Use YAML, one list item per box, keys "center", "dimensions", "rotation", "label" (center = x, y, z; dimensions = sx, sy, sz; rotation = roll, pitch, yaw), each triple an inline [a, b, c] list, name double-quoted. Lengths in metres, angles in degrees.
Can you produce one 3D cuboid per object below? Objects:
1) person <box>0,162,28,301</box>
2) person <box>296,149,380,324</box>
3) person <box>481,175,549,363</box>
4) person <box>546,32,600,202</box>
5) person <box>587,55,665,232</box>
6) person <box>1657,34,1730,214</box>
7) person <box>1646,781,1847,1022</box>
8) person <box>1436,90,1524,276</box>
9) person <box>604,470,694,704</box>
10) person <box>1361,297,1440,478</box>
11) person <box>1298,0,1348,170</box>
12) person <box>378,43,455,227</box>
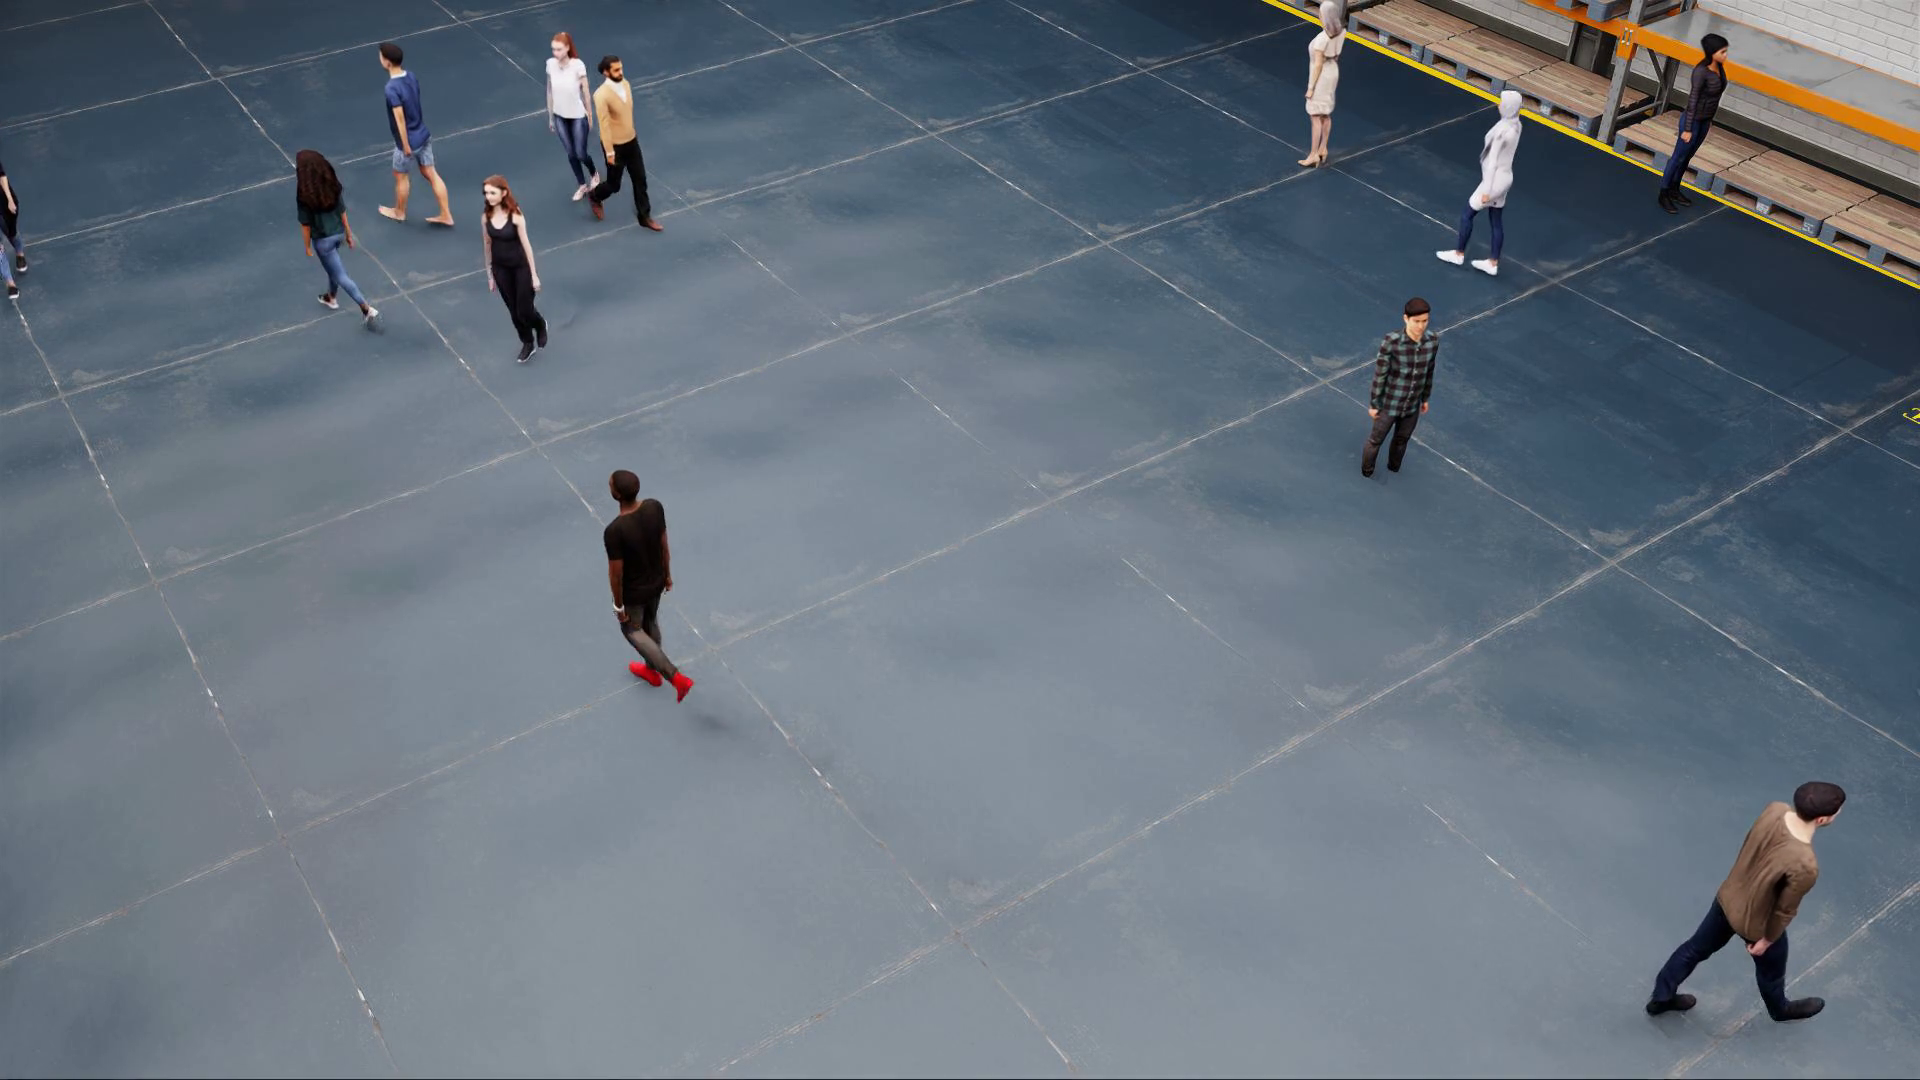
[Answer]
- center: [-8.824, -3.096, 15.163]
  dimensions: [0.780, 1.636, 1.155]
  rotation: [-14, 41, -17]
  label: "person"
- center: [-5.508, -2.622, 14.612]
  dimensions: [1.162, 1.582, 0.829]
  rotation: [24, 44, 27]
  label: "person"
- center: [-3.753, -2.340, 14.136]
  dimensions: [0.806, 1.736, 0.864]
  rotation: [7, 39, 9]
  label: "person"
- center: [-3.811, -4.222, 16.501]
  dimensions: [0.707, 1.725, 0.769]
  rotation: [10, 40, 13]
  label: "person"
- center: [-3.326, -3.805, 15.972]
  dimensions: [1.155, 1.734, 0.920]
  rotation: [20, 43, 23]
  label: "person"
- center: [7.205, -4.096, 16.324]
  dimensions: [0.626, 1.748, 0.576]
  rotation: [-27, 46, -30]
  label: "person"
- center: [4.061, 1.937, 8.700]
  dimensions: [1.074, 1.837, 1.176]
  rotation: [-5, 39, -6]
  label: "person"
- center: [4.968, -3.225, 15.226]
  dimensions: [0.870, 1.759, 0.731]
  rotation: [30, 47, 32]
  label: "person"
- center: [-1.994, 0.332, 10.748]
  dimensions: [1.017, 1.788, 0.802]
  rotation: [27, 46, 29]
  label: "person"
- center: [3.381, -1.105, 12.810]
  dimensions: [0.745, 1.715, 0.665]
  rotation: [-8, 39, -10]
  label: "person"
- center: [3.725, -4.659, 17.041]
  dimensions: [0.608, 1.735, 0.636]
  rotation: [31, 48, 33]
  label: "person"
- center: [-5.186, -3.841, 15.951]
  dimensions: [1.105, 1.817, 0.966]
  rotation: [13, 40, 16]
  label: "person"
